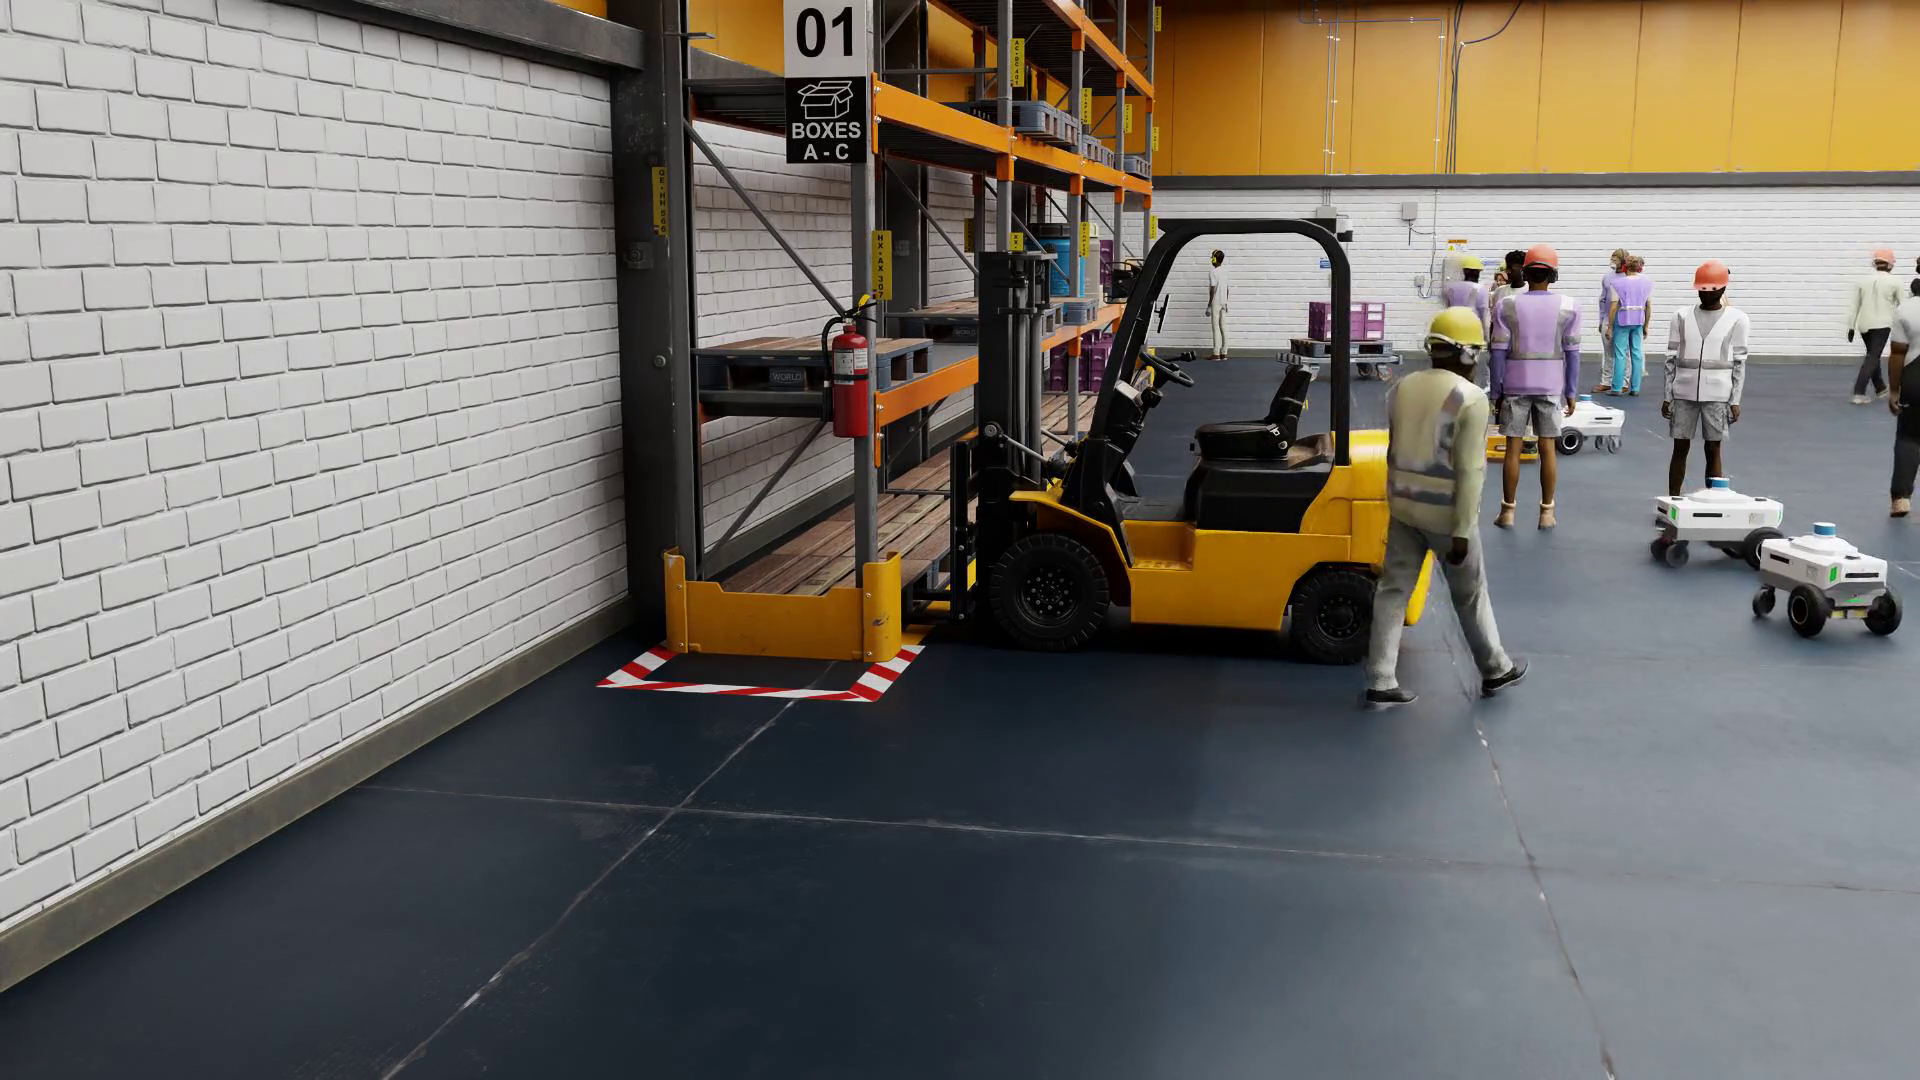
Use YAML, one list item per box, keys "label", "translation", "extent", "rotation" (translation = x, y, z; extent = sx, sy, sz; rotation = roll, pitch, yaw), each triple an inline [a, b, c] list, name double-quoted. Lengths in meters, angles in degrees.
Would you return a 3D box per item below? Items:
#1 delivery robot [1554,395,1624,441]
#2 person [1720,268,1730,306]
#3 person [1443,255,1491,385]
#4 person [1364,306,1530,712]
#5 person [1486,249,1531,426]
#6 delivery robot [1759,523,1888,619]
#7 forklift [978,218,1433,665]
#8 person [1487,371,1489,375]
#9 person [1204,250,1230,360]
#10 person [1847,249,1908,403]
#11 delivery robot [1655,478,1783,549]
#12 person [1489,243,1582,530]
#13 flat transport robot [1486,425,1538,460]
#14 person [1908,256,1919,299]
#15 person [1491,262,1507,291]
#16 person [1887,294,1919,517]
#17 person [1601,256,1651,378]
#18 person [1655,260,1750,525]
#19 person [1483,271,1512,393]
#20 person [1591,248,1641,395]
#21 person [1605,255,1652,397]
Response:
- label: "delivery robot"
  translation: [6.063, -1.169, 16.171]
  extent: [0.707, 0.478, 0.477]
  rotation: [-1, 10, -5]
- label: "person"
  translation: [10.143, -2.822, 22.370]
  extent: [0.319, 1.693, 0.533]
  rotation: [8, 13, 39]
- label: "person"
  translation: [5.951, -2.418, 19.661]
  extent: [0.984, 1.886, 0.586]
  rotation: [-5, 12, -27]
- label: "person"
  translation: [2.173, -0.137, 7.404]
  extent: [0.908, 1.776, 0.581]
  rotation: [-7, 12, -32]
- label: "person"
  translation: [5.483, -1.881, 16.458]
  extent: [0.374, 1.966, 0.608]
  rotation: [-7, 13, -35]
- label: "delivery robot"
  translation: [4.633, 0.150, 8.944]
  extent: [0.477, 0.478, 0.707]
  rotation: [-1, 10, -5]
- label: "forklift"
  translation: [1.285, -0.567, 8.635]
  extent: [2.313, 2.155, 1.214]
  rotation: [2, 11, 11]
- label: "person"
  translation: [7.953, -3.203, 24.092]
  extent: [0.637, 1.843, 0.517]
  rotation: [-6, 12, -32]
- label: "person"
  translation: [4.369, -3.987, 28.282]
  extent: [0.521, 1.869, 0.334]
  rotation: [-9, 14, -41]
- label: "person"
  translation: [11.660, -2.709, 21.076]
  extent: [1.049, 1.927, 0.620]
  rotation: [-5, 11, -26]
- label: "delivery robot"
  translation: [4.834, -0.155, 10.614]
  extent: [0.707, 0.478, 0.477]
  rotation: [1, 10, 4]
- label: "person"
  translation: [4.094, -1.087, 11.898]
  extent: [0.615, 2.043, 0.373]
  rotation: [2, 11, 13]
- label: "flat transport robot"
  translation: [5.226, -0.960, 16.061]
  extent: [0.652, 0.197, 1.431]
  rotation: [3, 11, 17]
- label: "person"
  translation: [13.661, -3.126, 23.636]
  extent: [0.633, 1.839, 0.429]
  rotation: [-7, 12, -32]
- label: "person"
  translation: [8.086, -3.244, 24.548]
  extent: [0.614, 1.747, 0.541]
  rotation: [-4, 11, -22]
- label: "person"
  translation: [7.115, -1.115, 12.060]
  extent: [0.701, 2.000, 0.561]
  rotation: [6, 12, 30]
- label: "person"
  translation: [9.940, -3.310, 24.740]
  extent: [0.901, 1.812, 0.633]
  rotation: [-7, 12, -33]
- label: "person"
  translation: [5.321, -1.035, 11.931]
  extent: [0.542, 1.929, 0.373]
  rotation: [7, 12, 33]
- label: "person"
  translation: [7.209, -2.755, 22.150]
  extent: [0.308, 1.639, 0.524]
  rotation: [-9, 14, -40]
- label: "person"
  translation: [8.757, -2.896, 22.112]
  extent: [0.375, 1.936, 0.628]
  rotation: [-6, 12, -28]
- label: "person"
  translation: [8.764, -2.793, 21.794]
  extent: [0.570, 1.843, 0.373]
  rotation: [-1, 10, -6]
